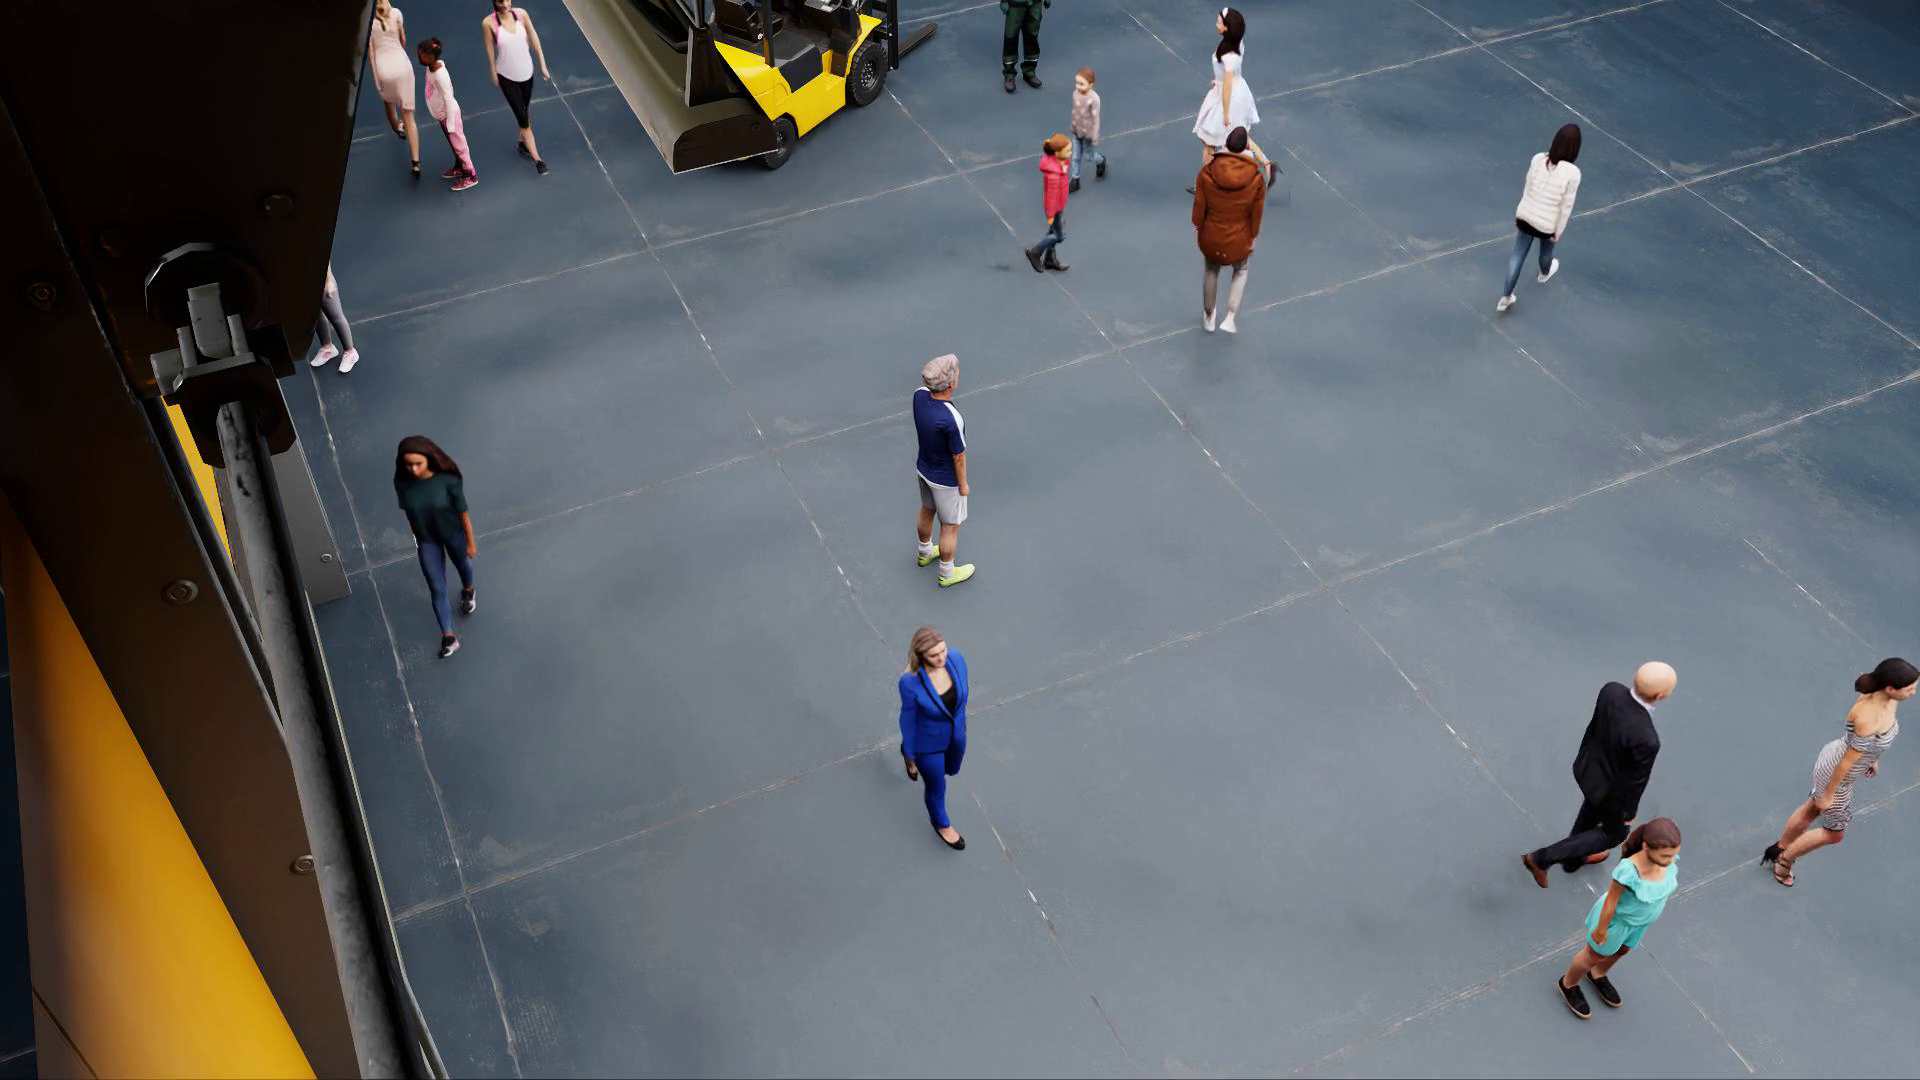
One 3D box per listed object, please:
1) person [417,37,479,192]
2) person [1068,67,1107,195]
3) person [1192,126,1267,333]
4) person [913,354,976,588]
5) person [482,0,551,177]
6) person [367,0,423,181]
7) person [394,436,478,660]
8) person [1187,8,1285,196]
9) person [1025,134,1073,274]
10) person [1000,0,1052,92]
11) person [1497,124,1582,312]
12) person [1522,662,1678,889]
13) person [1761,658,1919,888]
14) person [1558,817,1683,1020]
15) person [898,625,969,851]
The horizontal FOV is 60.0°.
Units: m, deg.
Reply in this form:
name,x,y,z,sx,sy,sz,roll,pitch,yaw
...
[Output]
name,x,y,z,sx,sy,sz,roll,pitch,yaw
person,-4.604,-3.850,14.912,0.619,1.447,0.444,-22,48,-22
person,1.155,-3.693,14.939,0.766,1.183,0.723,32,52,29
person,2.083,-2.364,13.080,0.879,1.823,0.932,9,44,9
person,-0.129,-0.463,11.074,0.726,1.838,0.551,-27,50,-25
person,-4.063,-4.257,15.119,0.719,1.751,1.096,-25,49,-24
person,-5.057,-4.098,14.939,0.604,1.769,1.194,-16,46,-16
person,-3.368,-0.093,10.866,0.802,1.589,1.063,-5,44,-5
person,2.437,-3.769,14.580,1.118,1.787,1.100,10,45,10
person,0.728,-2.809,13.920,0.716,1.309,0.659,9,44,10
person,0.621,-5.270,16.118,0.705,1.839,0.633,-13,45,-13
person,4.657,-2.566,13.460,1.098,1.591,0.982,30,51,27
person,3.521,1.348,9.211,0.883,1.786,0.905,-6,44,-7
person,4.807,1.277,9.263,0.701,1.816,0.714,30,51,28
person,3.493,1.957,8.737,0.533,1.558,0.516,-18,47,-18
person,-0.194,1.080,9.566,0.769,1.684,0.989,-29,51,-27
